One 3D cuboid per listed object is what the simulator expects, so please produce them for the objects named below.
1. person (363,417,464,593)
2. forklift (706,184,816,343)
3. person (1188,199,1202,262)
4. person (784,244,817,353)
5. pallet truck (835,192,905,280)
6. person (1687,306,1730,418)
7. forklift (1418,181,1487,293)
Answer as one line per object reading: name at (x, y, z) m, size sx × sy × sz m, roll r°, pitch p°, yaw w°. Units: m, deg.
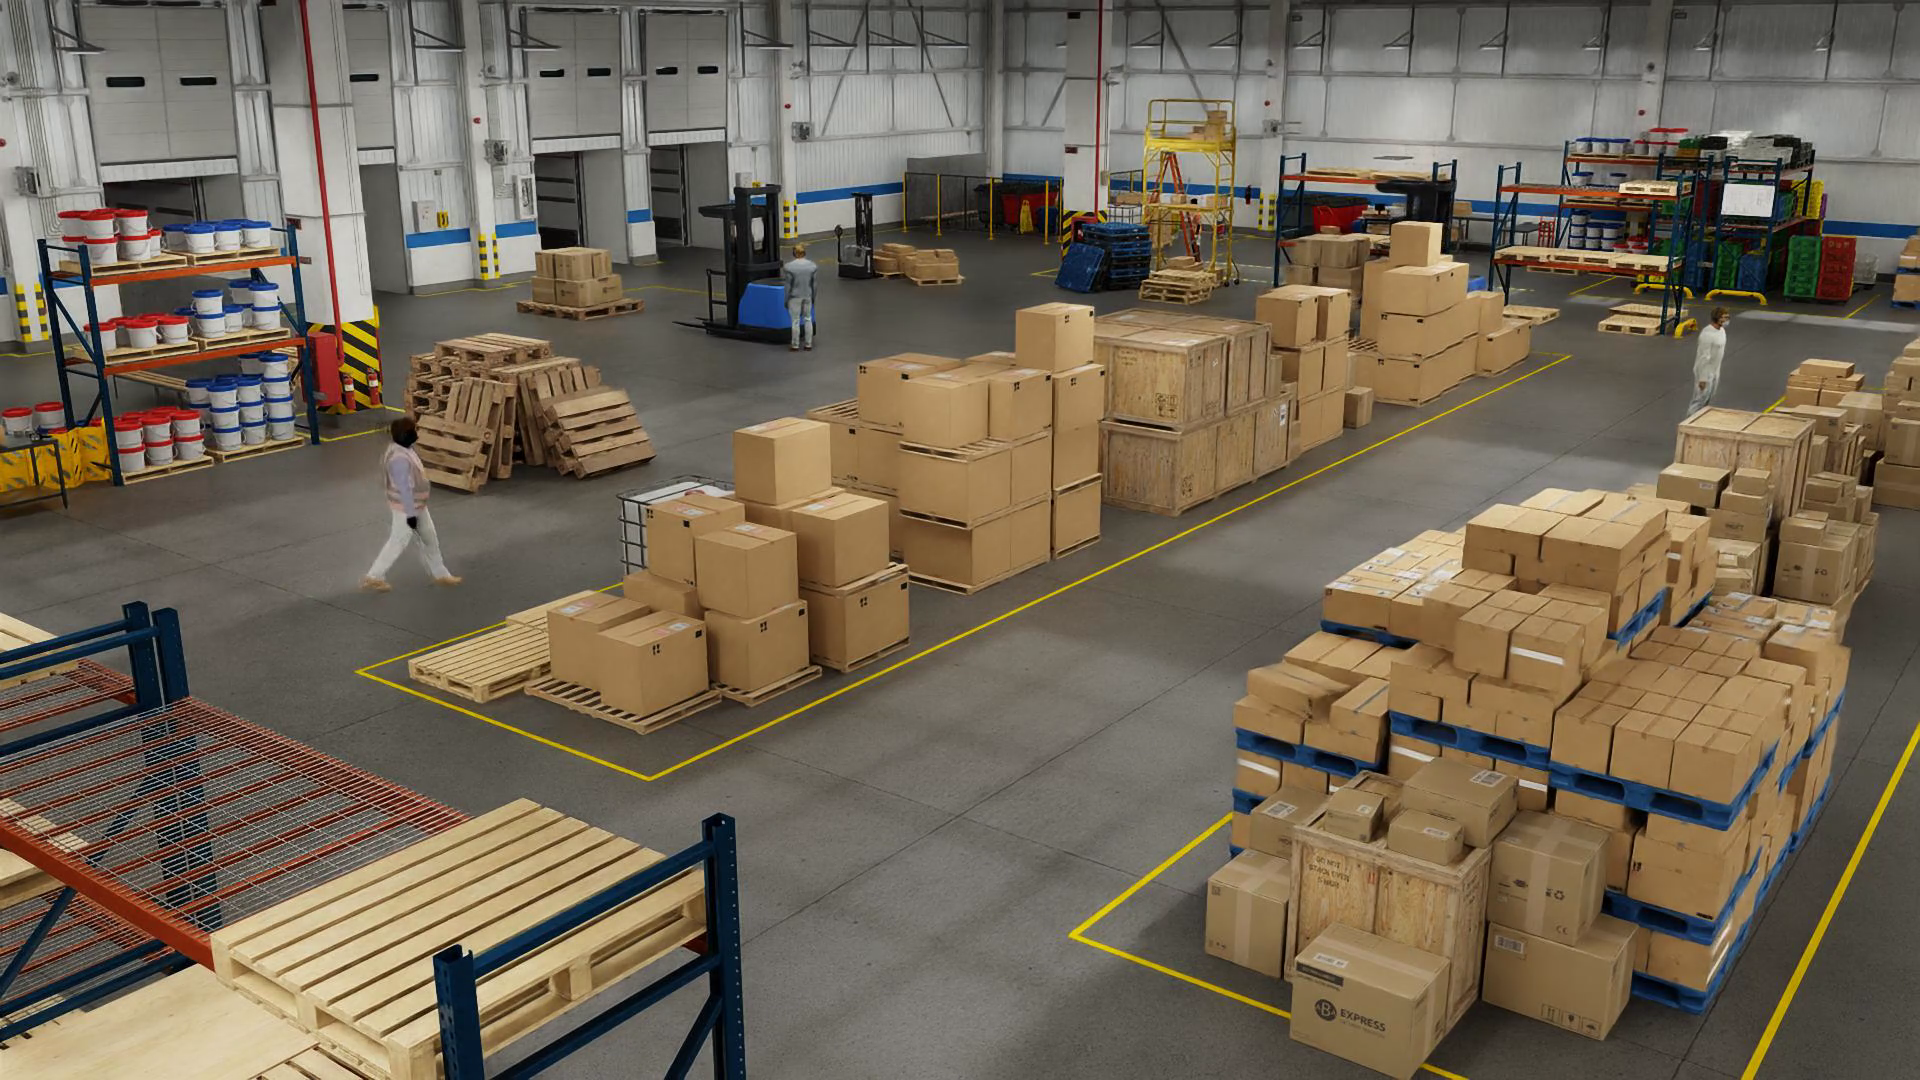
person at (-5.606, -0.352, 16.767) m, size 0.937 × 1.807 × 0.629 m, roll -3°, pitch 17°, yaw -10°
forklift at (-3.717, -5.181, 30.929) m, size 1.873 × 2.768 × 1.129 m, roll 12°, pitch 21°, yaw 35°
person at (5.709, -7.455, 40.478) m, size 0.318 × 1.694 × 0.539 m, roll -2°, pitch 17°, yaw -7°
person at (-2.841, -4.309, 29.675) m, size 0.636 × 1.928 × 0.387 m, roll -9°, pitch 19°, yaw -29°
pallet truck at (-1.936, -7.159, 38.982) m, size 1.885 × 1.965 × 0.823 m, roll -12°, pitch 21°, yaw -34°
person at (10.318, -2.273, 22.931) m, size 0.379 × 1.930 × 0.624 m, roll 14°, pitch 22°, yaw 39°
forklift at (8.975, -5.370, 31.555) m, size 1.873 × 2.768 × 1.129 m, roll 12°, pitch 21°, yaw 35°
